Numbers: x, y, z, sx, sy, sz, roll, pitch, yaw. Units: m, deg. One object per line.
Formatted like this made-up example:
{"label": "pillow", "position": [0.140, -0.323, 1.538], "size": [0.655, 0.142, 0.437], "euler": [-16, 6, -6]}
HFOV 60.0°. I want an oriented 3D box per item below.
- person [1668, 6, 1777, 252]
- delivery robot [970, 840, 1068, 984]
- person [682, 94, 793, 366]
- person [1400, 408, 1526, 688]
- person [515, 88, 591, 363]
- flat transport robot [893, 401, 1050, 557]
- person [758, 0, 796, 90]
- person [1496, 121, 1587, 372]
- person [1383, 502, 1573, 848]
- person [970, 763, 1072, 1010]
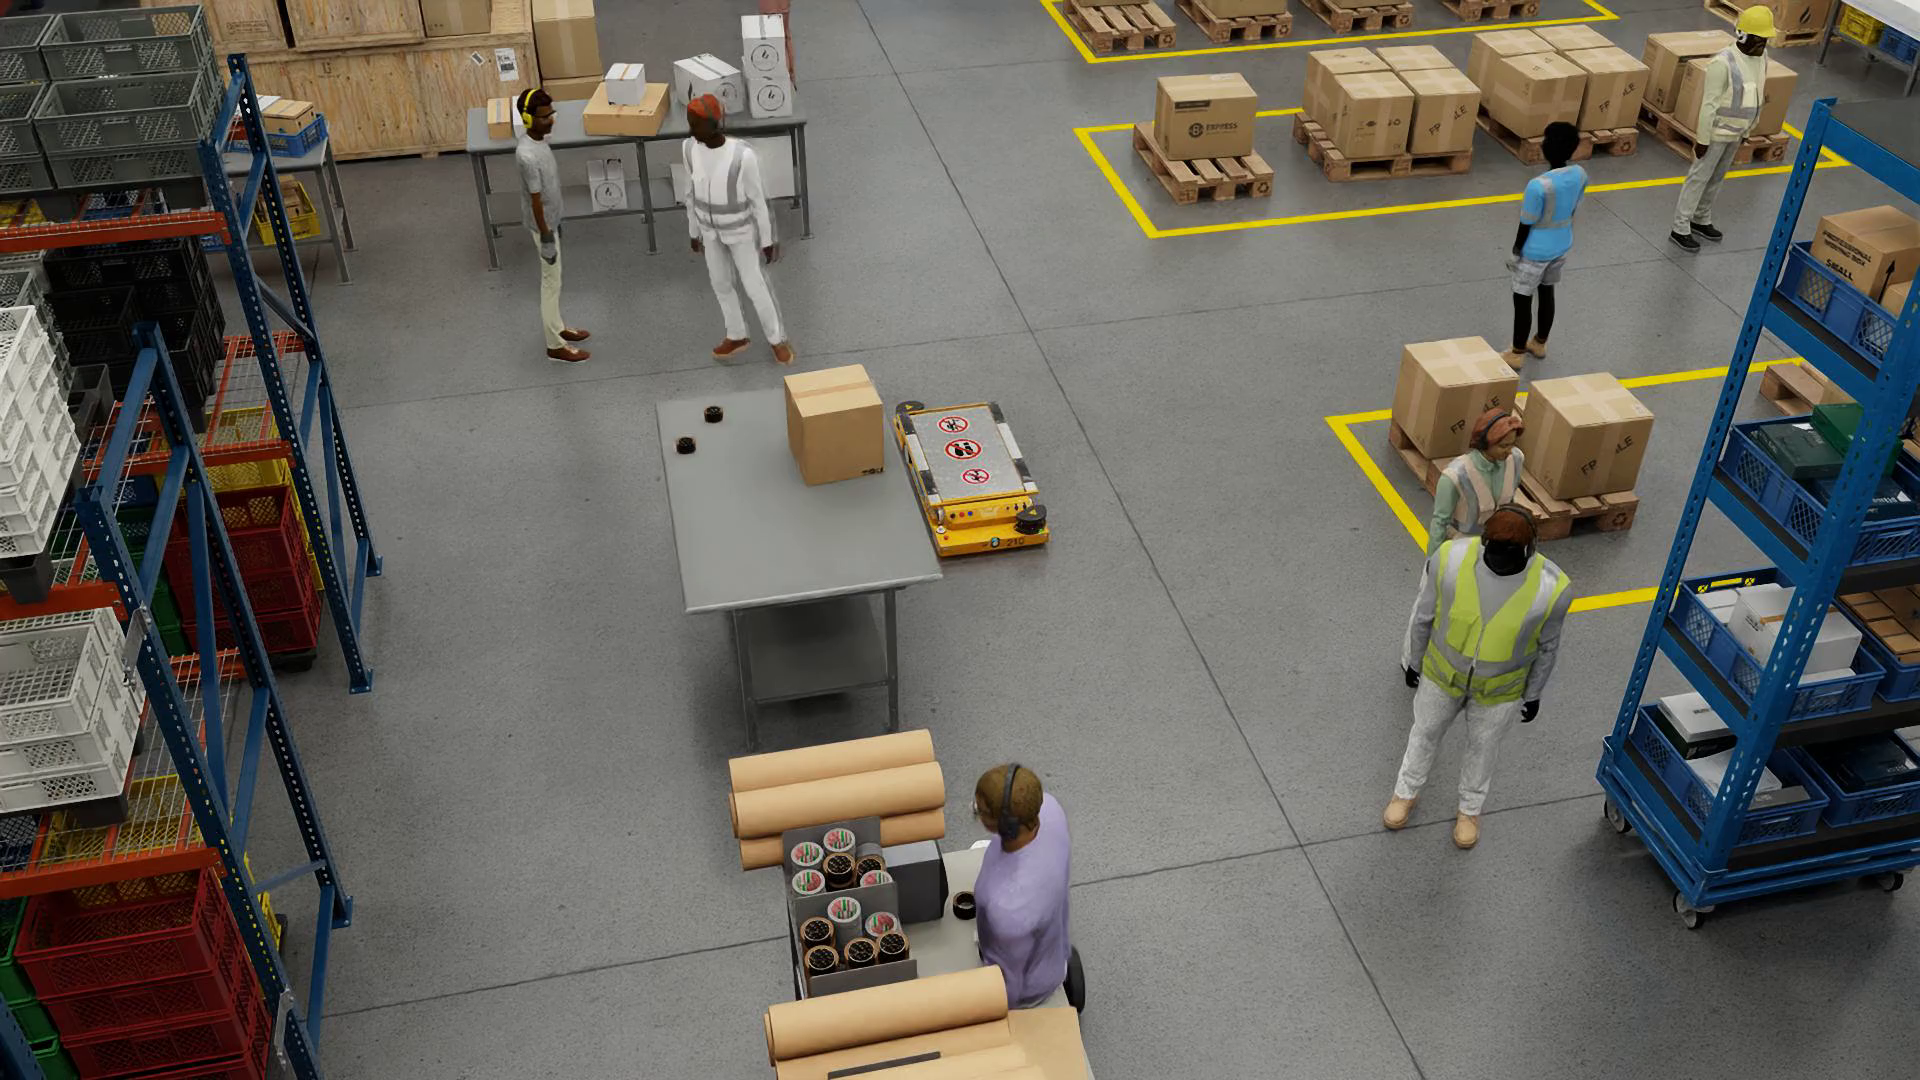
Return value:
{"label": "person", "position": [5.678, -3.052, 12.333], "size": [0.601, 1.831, 0.404], "euler": [-24, 43, -29]}
{"label": "delivery robot", "position": [0.235, 1.591, 7.081], "size": [0.477, 0.478, 0.707], "euler": [-5, 37, -6]}
{"label": "person", "position": [-1.455, -2.031, 10.948], "size": [0.722, 1.868, 0.435], "euler": [16, 40, 21]}
{"label": "person", "position": [2.533, 0.040, 8.347], "size": [0.518, 1.632, 0.317], "euler": [-18, 40, -22]}
{"label": "person", "position": [-2.713, -2.078, 10.999], "size": [0.325, 1.865, 0.516], "euler": [-5, 37, -6]}
{"label": "flat transport robot", "position": [0.046, -0.430, 10.108], "size": [0.652, 0.197, 1.431], "euler": [-8, 37, -10]}
{"label": "person", "position": [-1.666, -4.784, 14.612], "size": [0.400, 1.900, 0.647], "euler": [1, 37, 1]}
{"label": "person", "position": [3.822, -1.925, 10.940], "size": [0.534, 1.690, 0.321], "euler": [-24, 43, -29]}
{"label": "person", "position": [2.291, 0.607, 7.409], "size": [0.622, 1.845, 0.430], "euler": [16, 39, 20]}
{"label": "person", "position": [0.214, 1.548, 6.074], "size": [0.371, 1.930, 0.629], "euler": [8, 37, 11]}
